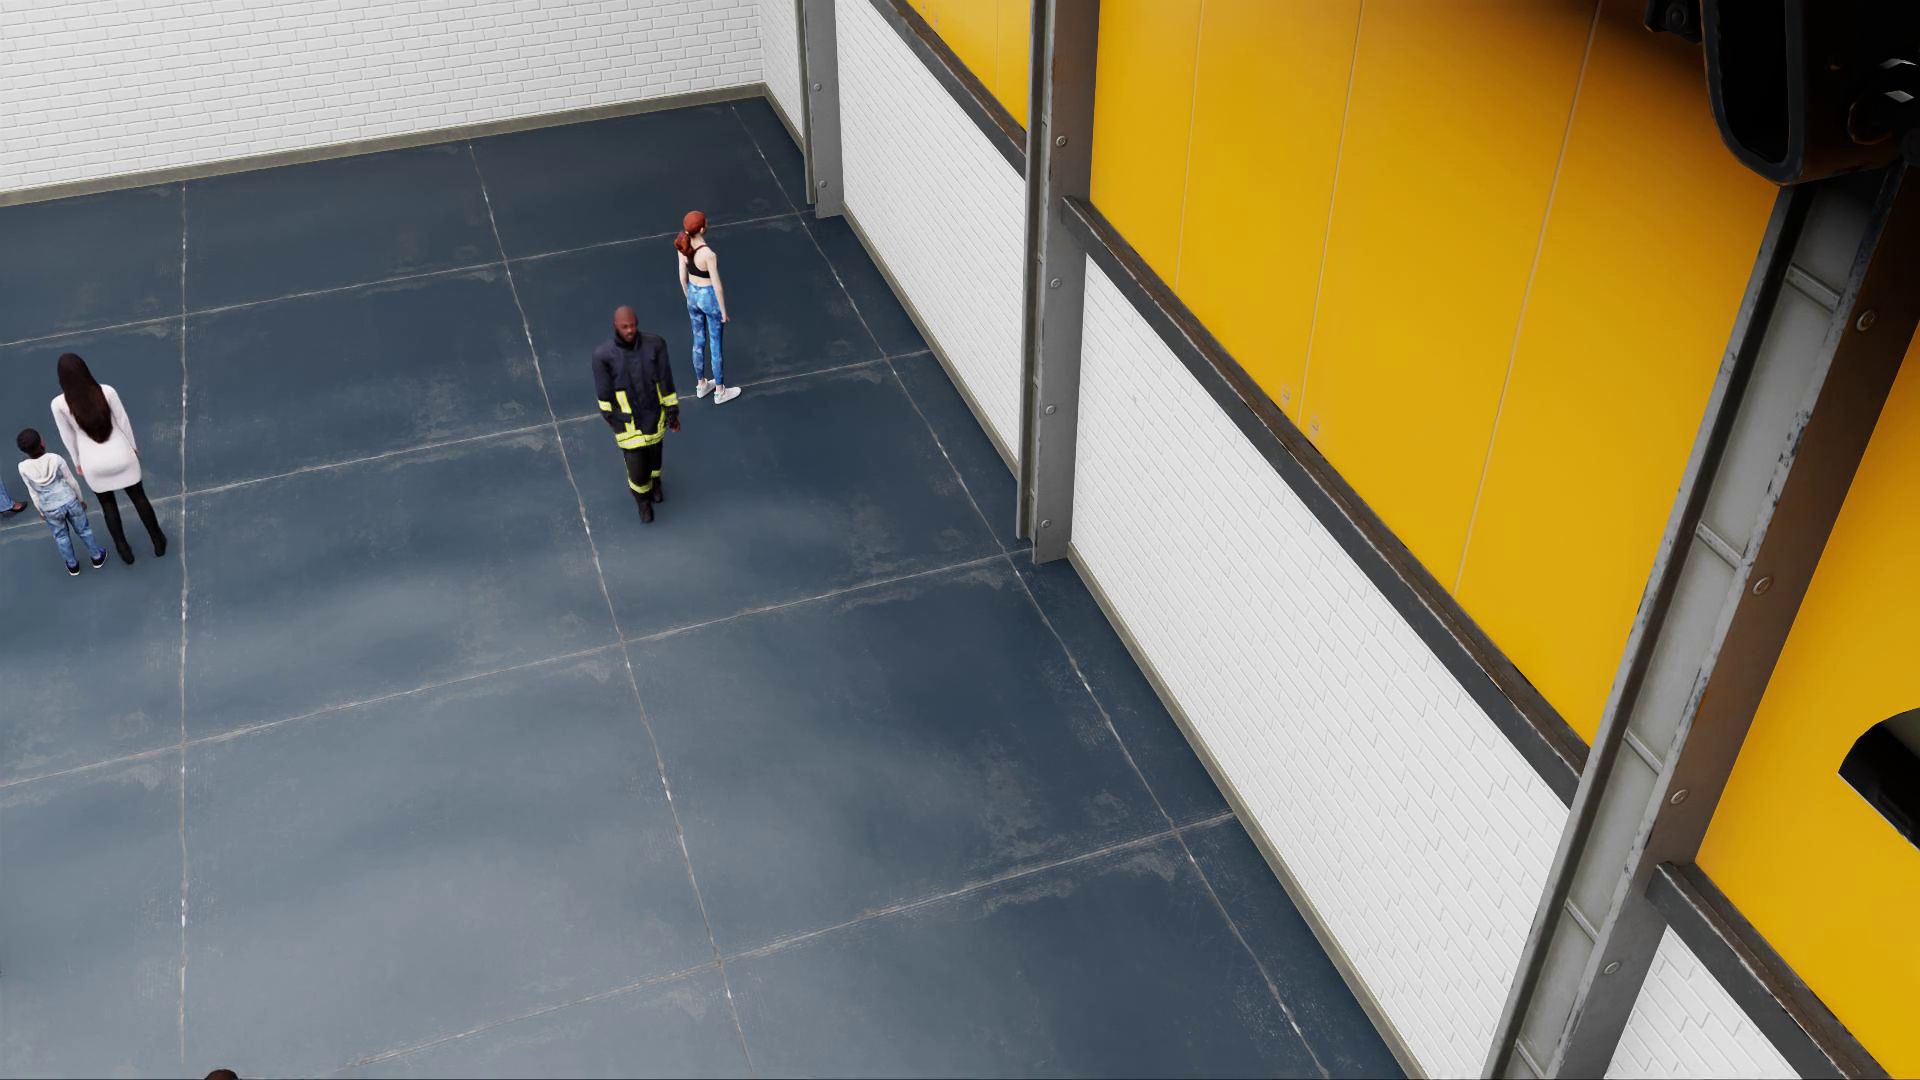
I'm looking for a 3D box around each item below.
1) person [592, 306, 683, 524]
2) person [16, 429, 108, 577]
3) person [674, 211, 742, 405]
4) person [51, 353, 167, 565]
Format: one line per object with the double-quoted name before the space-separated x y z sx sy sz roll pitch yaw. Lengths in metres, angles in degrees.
"person" -2.515 -1.073 12.943 0.759 1.802 0.829 -16 41 -19
"person" -6.723 -0.287 12.392 0.502 1.260 0.518 -18 42 -21
"person" -2.157 -1.977 14.088 0.679 1.785 0.748 21 43 25
"person" -6.335 -0.592 12.335 0.647 1.808 0.588 -19 42 -22
